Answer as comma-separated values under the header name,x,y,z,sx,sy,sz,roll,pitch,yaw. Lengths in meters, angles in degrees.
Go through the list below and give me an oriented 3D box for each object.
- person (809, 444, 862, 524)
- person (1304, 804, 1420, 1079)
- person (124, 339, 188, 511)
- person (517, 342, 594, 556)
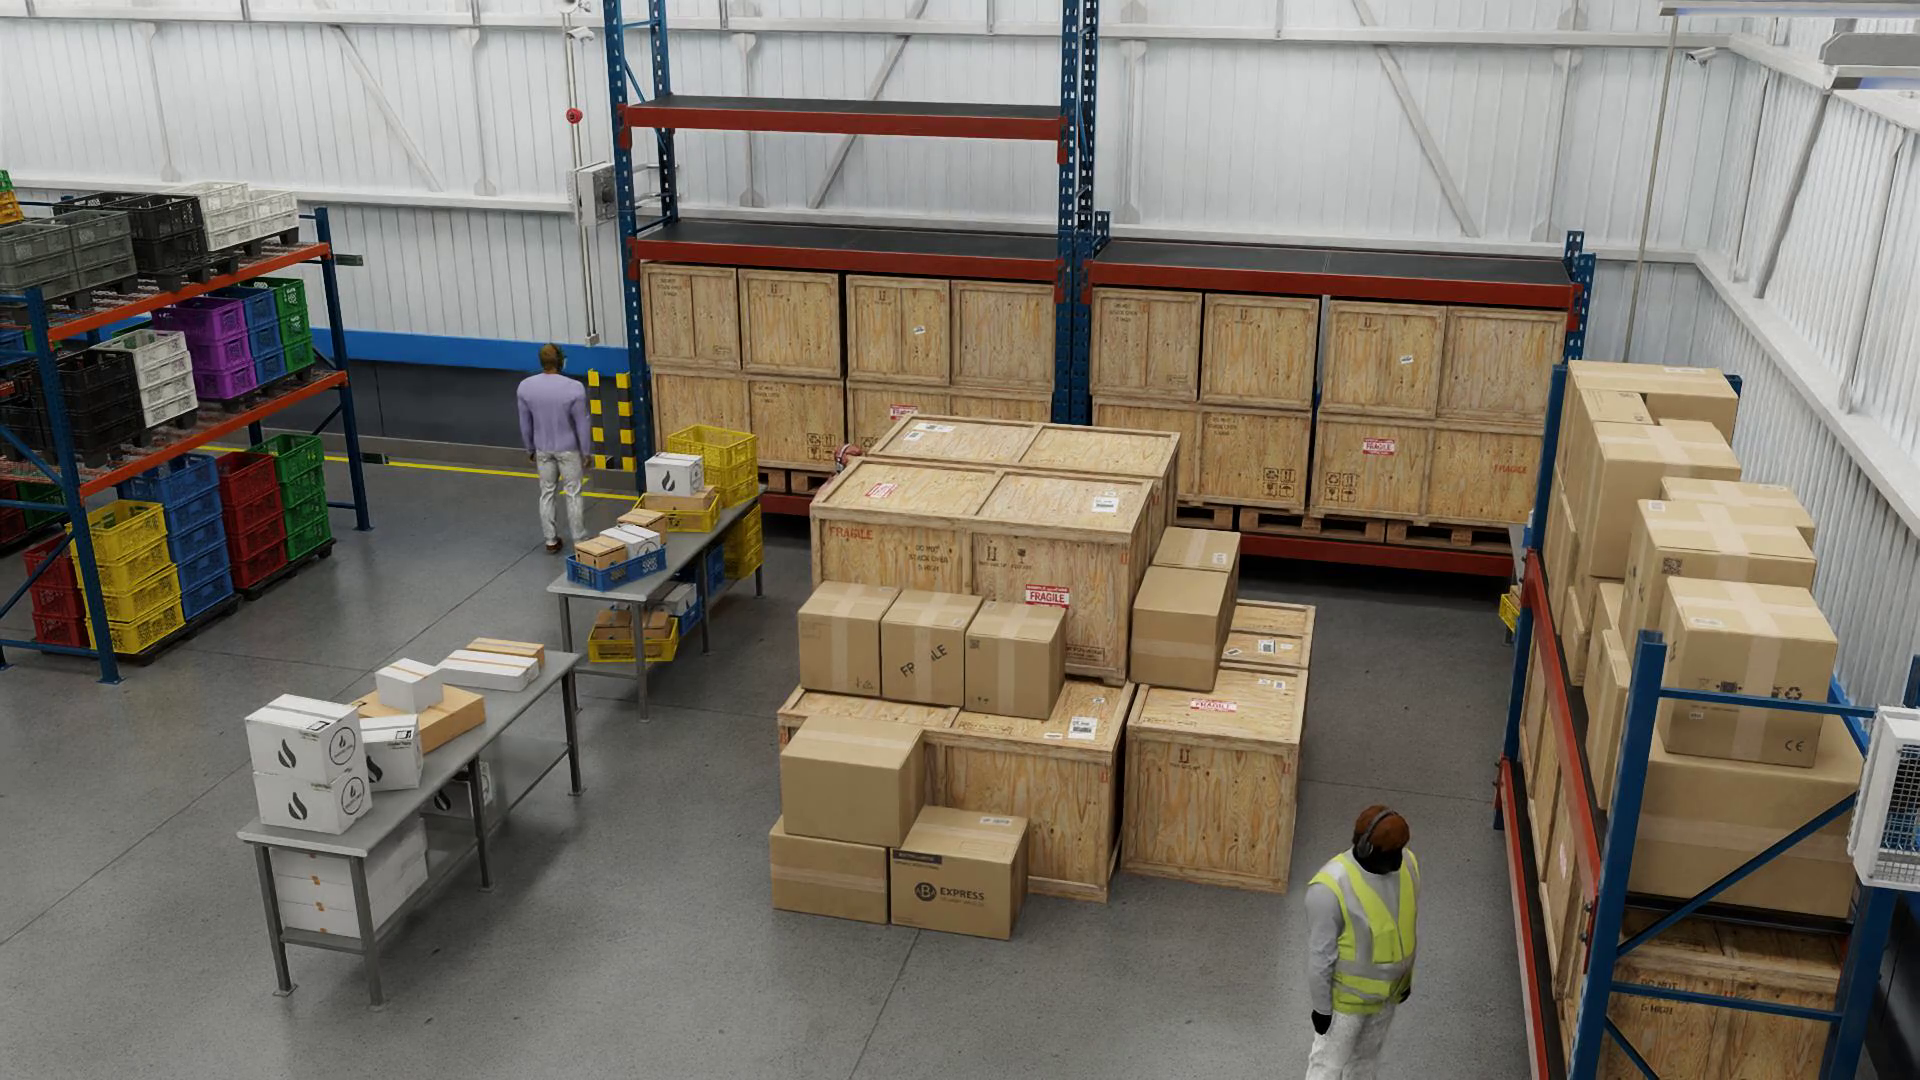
name,x,y,z,sx,sy,sz,roll,pitch,yaw
person,-0.810,0.198,12.238,0.398,1.900,0.635,14,25,33
person,1.826,2.025,7.533,0.624,1.840,0.429,-14,25,-33
person,-7.602,-1.021,15.471,0.608,1.845,0.885,11,24,27
person,-3.578,-0.801,14.789,0.630,1.936,0.369,3,21,8
